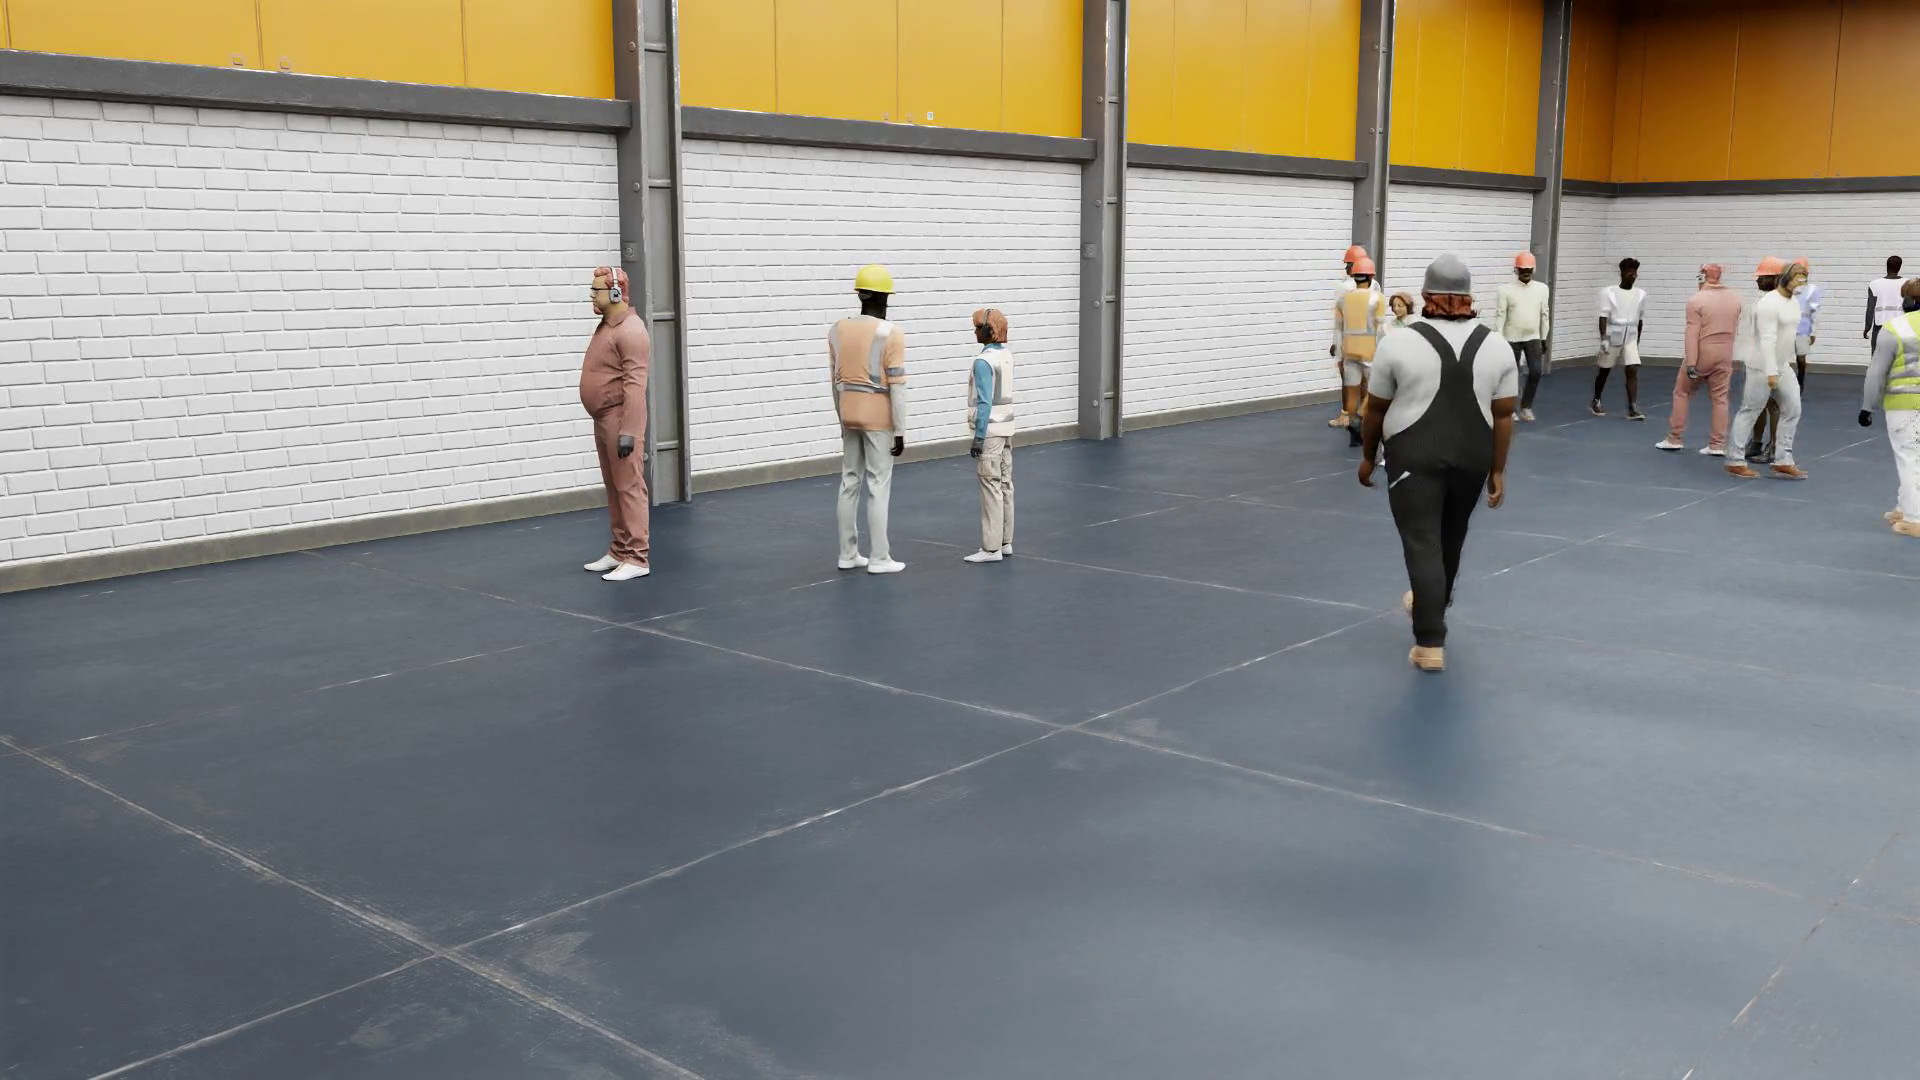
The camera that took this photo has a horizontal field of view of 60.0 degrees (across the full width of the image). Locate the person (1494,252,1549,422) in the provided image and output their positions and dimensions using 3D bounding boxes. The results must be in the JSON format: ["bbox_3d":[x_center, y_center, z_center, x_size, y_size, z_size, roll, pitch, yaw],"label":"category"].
[{"bbox_3d":[6.522,-2.339,19.286,0.648,1.973,0.534,0,10,1],"label":"person"}]

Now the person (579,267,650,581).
[{"bbox_3d":[-2.119,-0.709,10.203,0.409,1.909,0.641,-5,11,-27],"label":"person"}]

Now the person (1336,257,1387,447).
[{"bbox_3d":[4.057,-1.893,16.864,0.553,1.925,0.456,8,13,38],"label":"person"}]

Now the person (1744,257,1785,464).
[{"bbox_3d":[7.588,-1.686,15.670,0.373,1.939,0.545,-1,10,-4],"label":"person"}]

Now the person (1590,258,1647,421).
[{"bbox_3d":[7.864,-2.399,19.832,0.608,1.919,1.020,0,10,-1],"label":"person"}]

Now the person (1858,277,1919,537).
[{"bbox_3d":[6.759,-0.963,11.897,0.633,1.811,0.776,-1,10,-6],"label":"person"}]

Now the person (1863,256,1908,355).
[{"bbox_3d":[12.734,-2.930,22.809,0.599,1.917,0.377,3,10,16],"label":"person"}]

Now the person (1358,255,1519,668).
[{"bbox_3d":[2.345,-0.437,8.269,0.691,2.000,1.056,-1,10,-5],"label":"person"}]

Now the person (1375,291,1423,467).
[{"bbox_3d":[4.136,-1.510,15.546,0.522,1.621,0.623,6,11,30],"label":"person"}]

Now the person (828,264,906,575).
[{"bbox_3d":[-0.558,-0.743,10.356,0.586,1.921,0.384,7,12,35],"label":"person"}]

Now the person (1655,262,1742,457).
[{"bbox_3d":[7.286,-1.779,16.374,0.637,1.873,0.821,-2,10,-12],"label":"person"}]

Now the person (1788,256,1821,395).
[{"bbox_3d":[11.114,-2.804,22.119,0.547,1.922,0.669,6,12,31],"label":"person"}]

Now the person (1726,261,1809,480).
[{"bbox_3d":[7.119,-1.457,14.468,0.684,1.898,0.761,-7,12,-35],"label":"person"}]

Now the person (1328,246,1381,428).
[{"bbox_3d":[4.423,-2.278,18.732,0.607,2.048,0.366,-5,11,-28],"label":"person"}]

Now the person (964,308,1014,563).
[{"bbox_3d":[0.204,-0.671,10.742,0.305,1.639,0.522,4,11,20],"label":"person"}]
